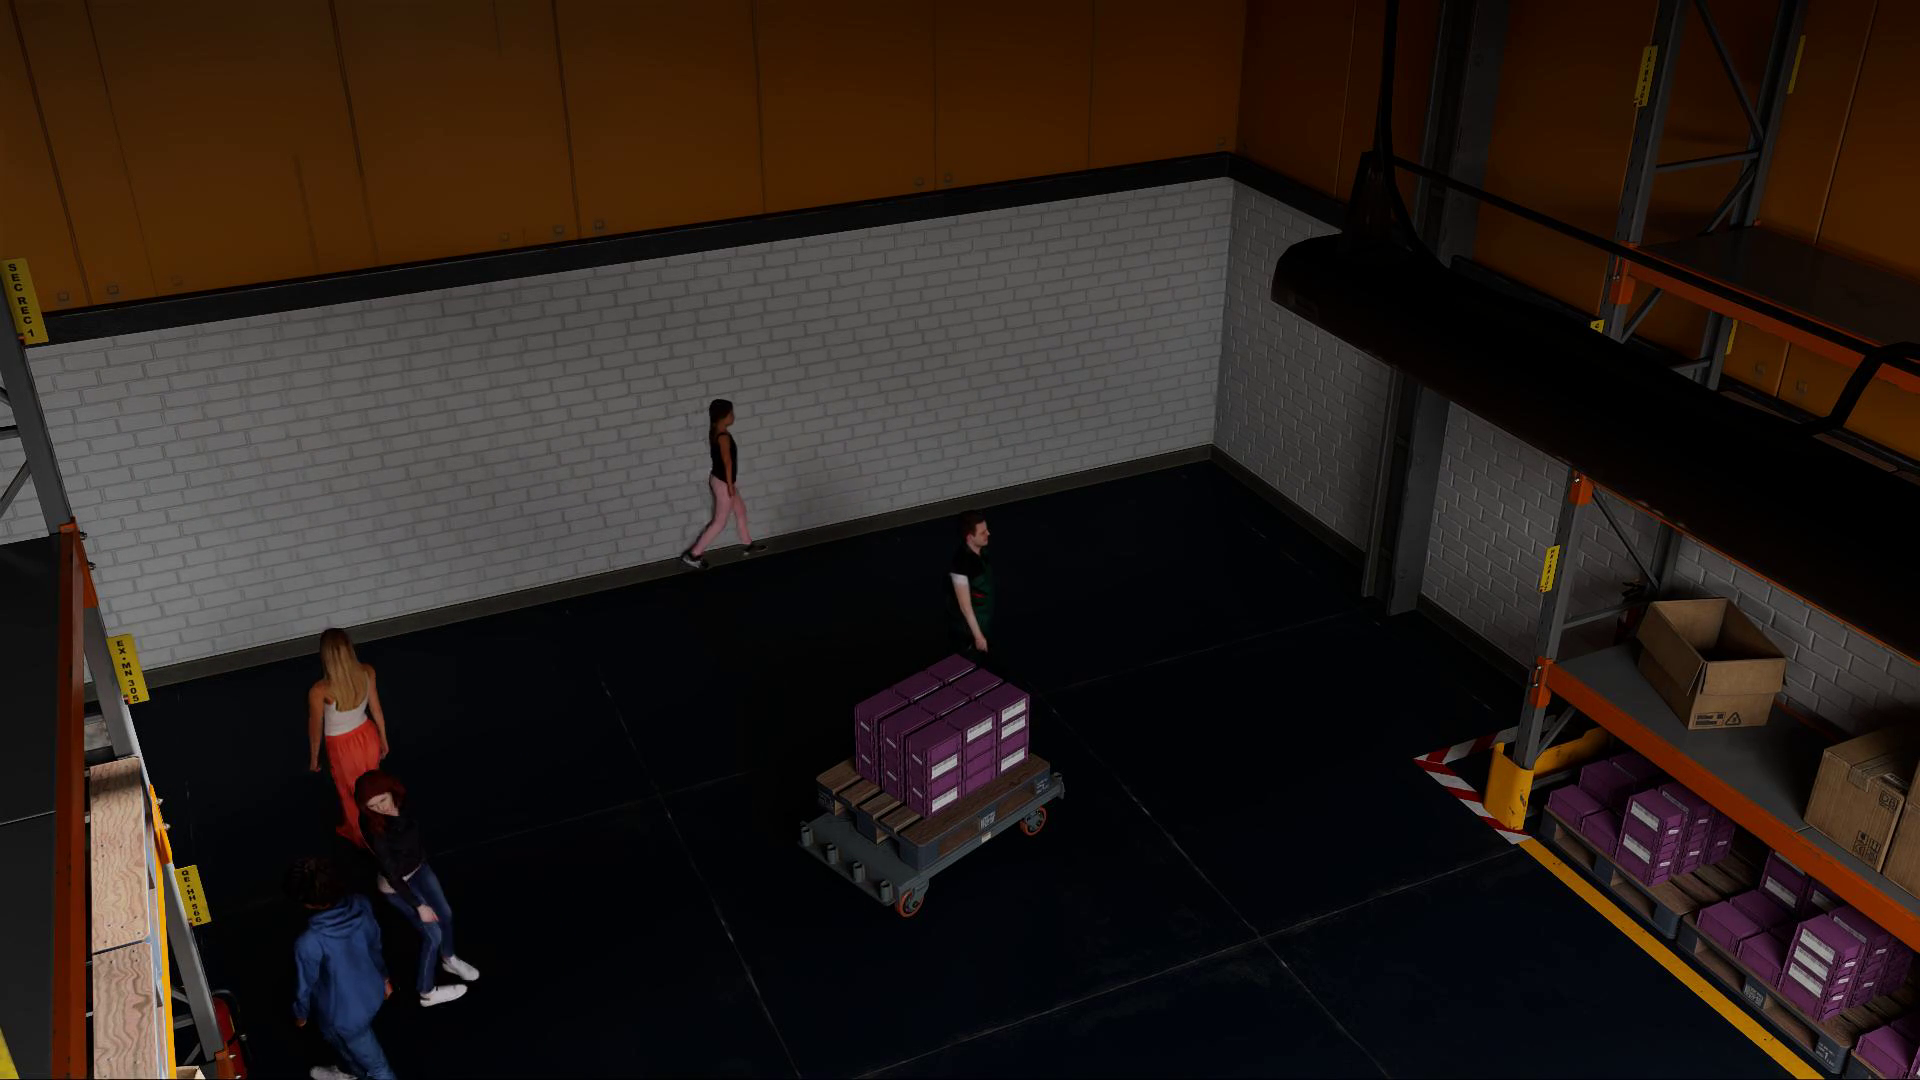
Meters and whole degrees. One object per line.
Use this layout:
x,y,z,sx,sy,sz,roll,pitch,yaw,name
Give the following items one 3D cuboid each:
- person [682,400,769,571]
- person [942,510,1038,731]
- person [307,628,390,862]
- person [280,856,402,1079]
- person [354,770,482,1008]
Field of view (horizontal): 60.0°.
-2.078,-0.452,14.158,0.575,1.536,0.954,-11,31,-20,person
0.011,0.635,11.884,1.148,1.805,1.142,7,29,12,person
-3.781,1.404,10.513,1.266,1.768,0.995,20,34,32,person
-3.112,2.427,8.639,1.192,1.767,1.154,10,30,18,person
-3.190,2.014,9.422,0.876,1.742,0.747,-4,29,-7,person
